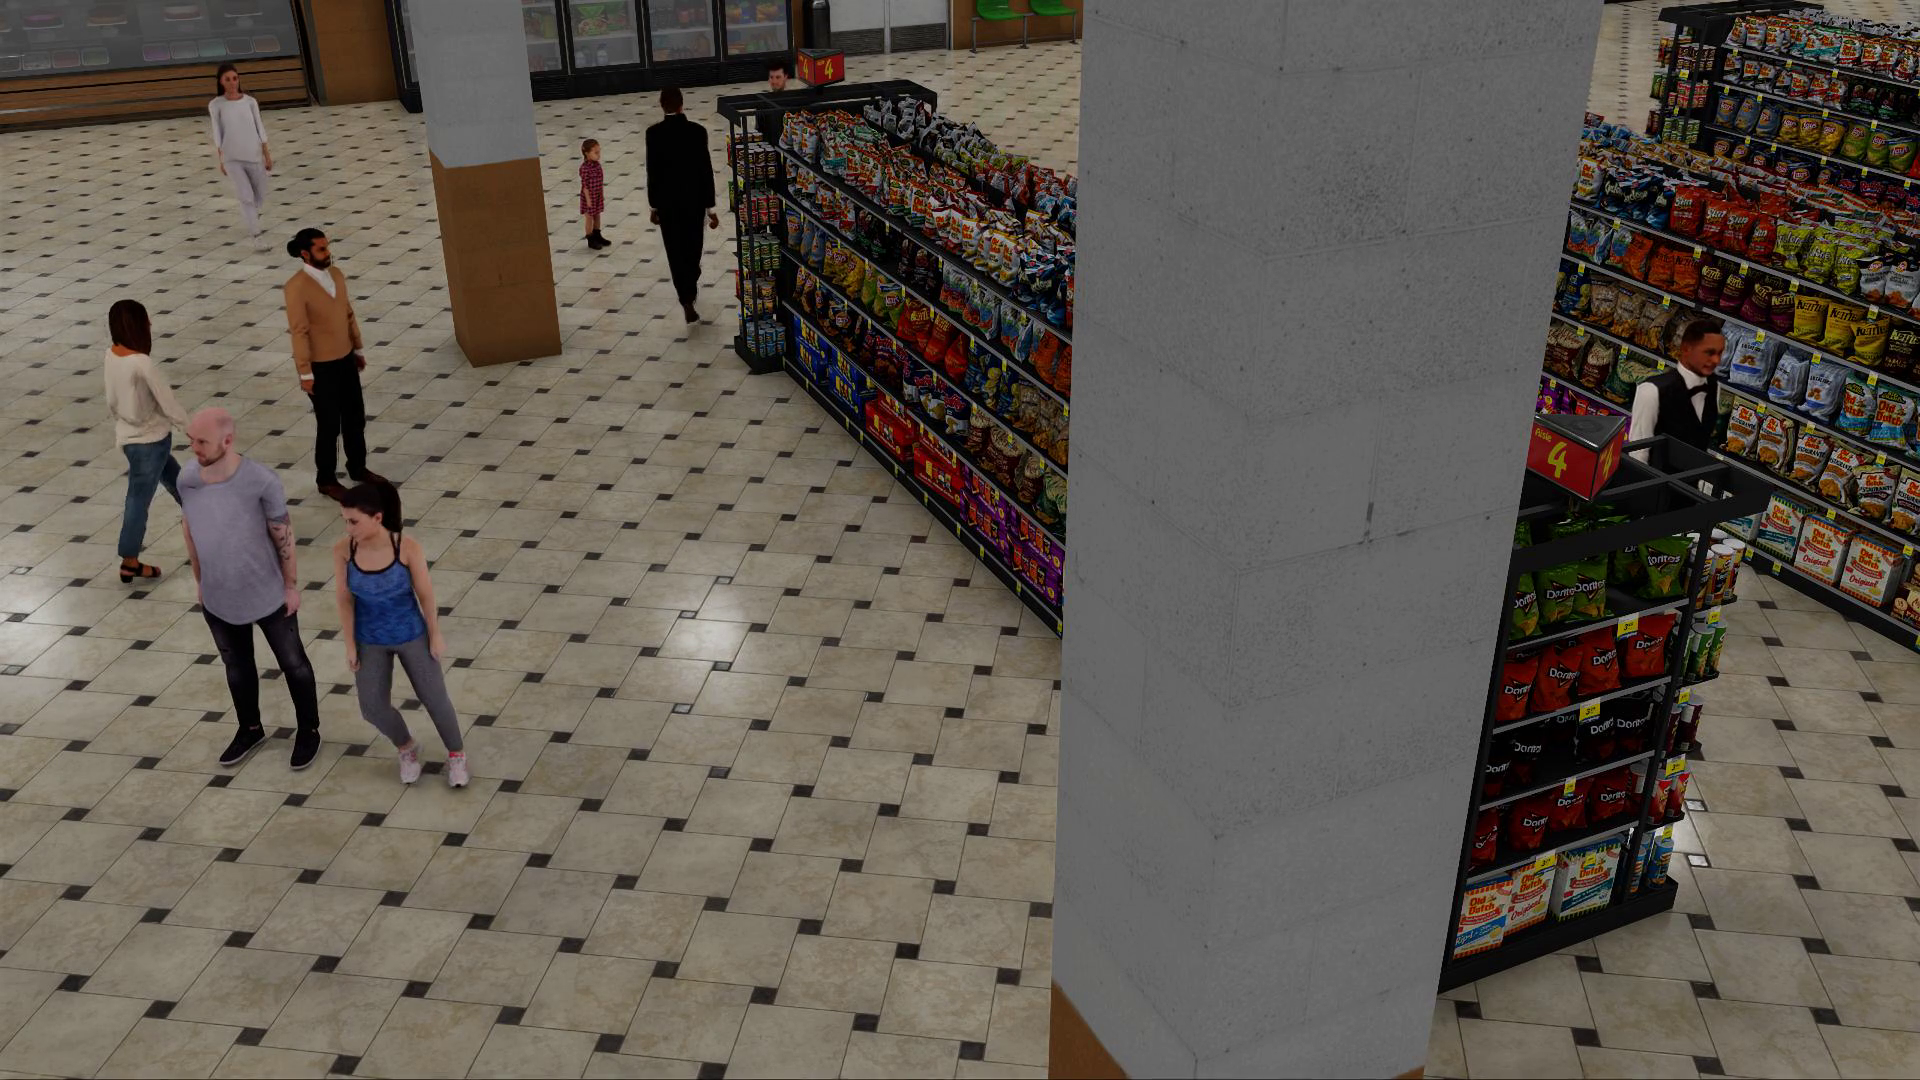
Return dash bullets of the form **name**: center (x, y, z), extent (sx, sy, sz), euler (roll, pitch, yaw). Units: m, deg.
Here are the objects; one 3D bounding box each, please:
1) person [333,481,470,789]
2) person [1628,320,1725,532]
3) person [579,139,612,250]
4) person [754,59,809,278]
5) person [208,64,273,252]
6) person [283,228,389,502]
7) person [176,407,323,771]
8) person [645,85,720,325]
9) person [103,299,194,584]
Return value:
- **person**: center (-2.600, 0.443, 7.611), extent (0.682, 1.587, 0.699), euler (-4, 27, -9)
- **person**: center (3.599, -0.233, 8.577), extent (0.685, 1.919, 0.567), euler (-11, 29, -20)
- **person**: center (-3.420, -3.230, 15.481), extent (0.556, 1.018, 0.504), euler (14, 30, 25)
- **person**: center (-1.518, -3.300, 14.684), extent (1.074, 1.865, 1.293), euler (2, 27, 4)
- **person**: center (-6.655, -3.547, 15.389), extent (0.730, 1.667, 1.045), euler (-18, 32, -31)
- **person**: center (-3.992, -1.120, 10.519), extent (0.823, 1.745, 0.764), euler (8, 28, 15)
- **person**: center (-3.332, 0.217, 7.780), extent (0.760, 1.838, 0.774), euler (3, 27, 6)
- **person**: center (-2.244, -2.651, 13.423), extent (0.890, 1.849, 1.395), euler (-6, 28, -12)
- **person**: center (-4.710, -0.514, 9.430), extent (1.059, 1.648, 0.927), euler (21, 34, 36)
